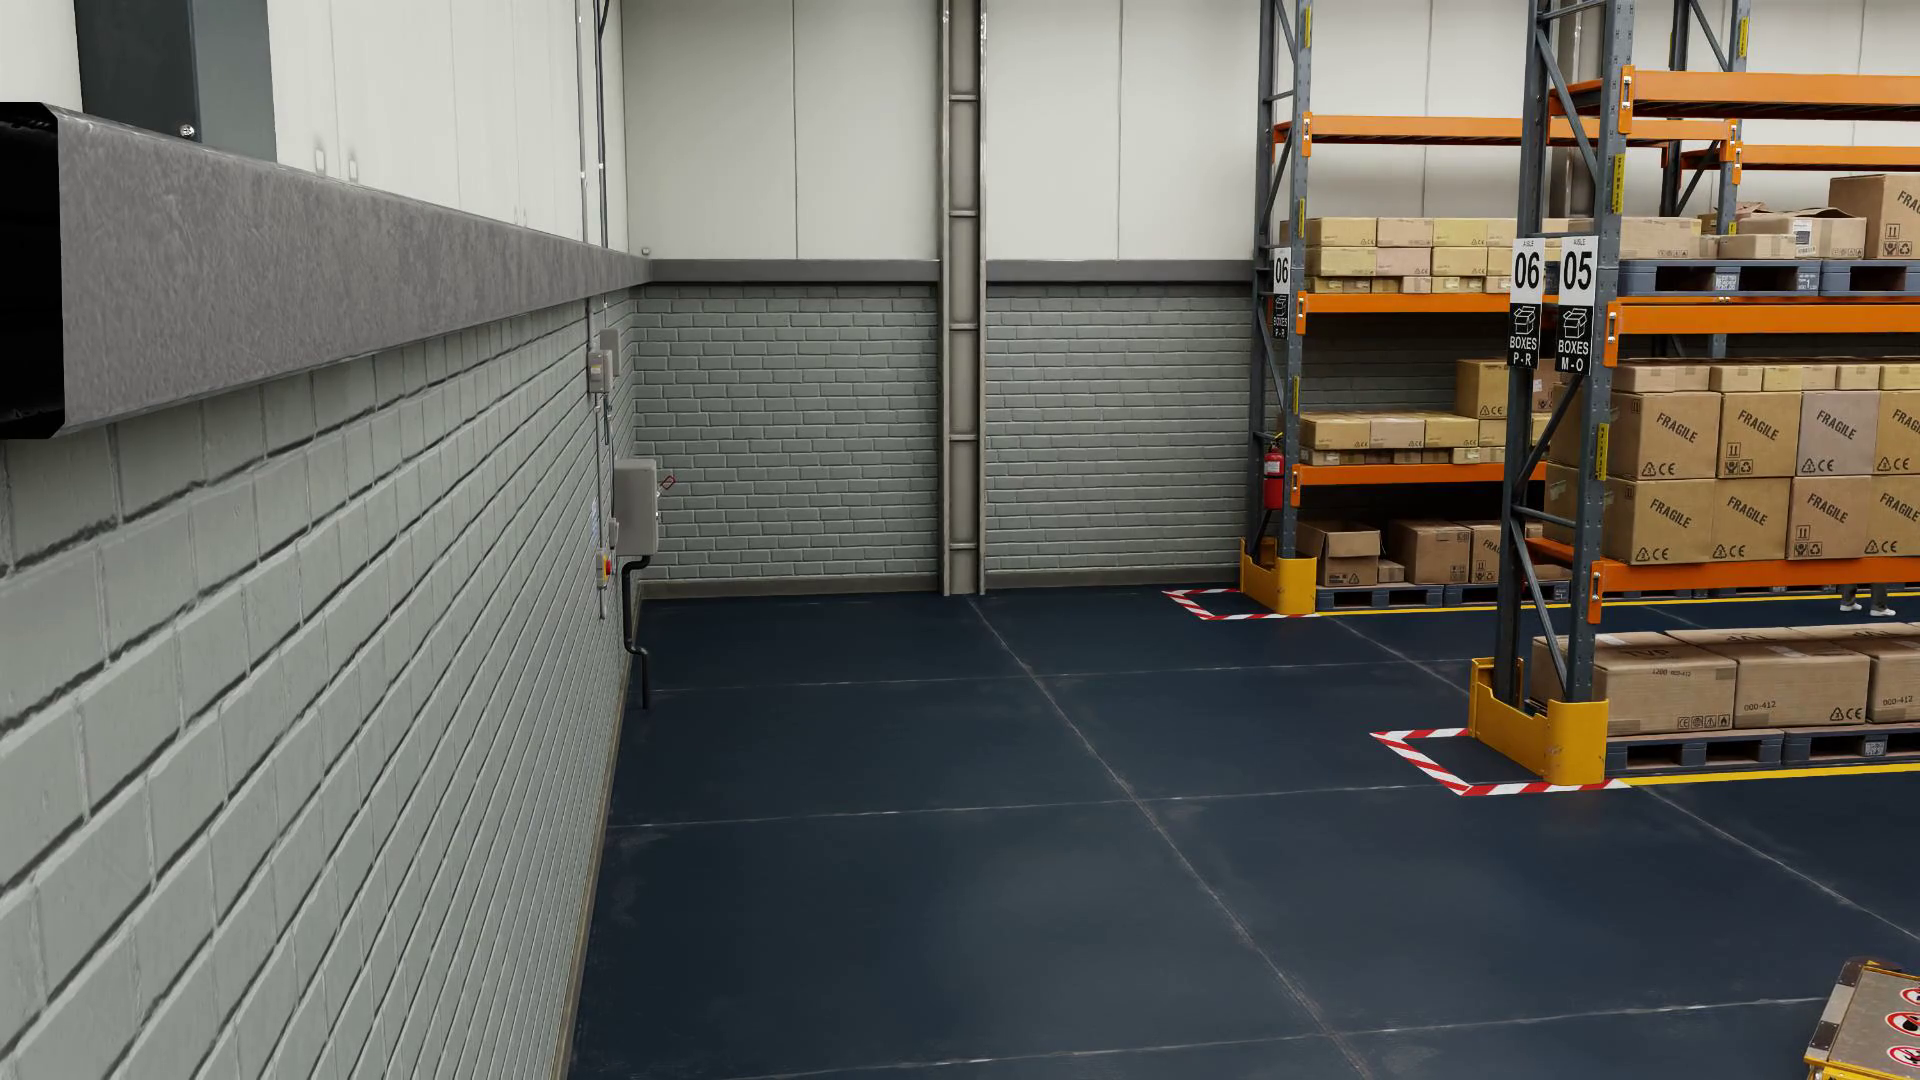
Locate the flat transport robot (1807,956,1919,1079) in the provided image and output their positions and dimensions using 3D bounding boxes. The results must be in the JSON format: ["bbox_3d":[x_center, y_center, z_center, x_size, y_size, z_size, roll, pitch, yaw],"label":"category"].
[{"bbox_3d":[3.539,1.914,6.137,0.652,0.197,1.431,6,11,35],"label":"flat transport robot"}]

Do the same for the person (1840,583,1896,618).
[{"bbox_3d":[8.054,-0.282,14.621,0.398,1.918,0.588,-6,11,-33],"label":"person"}]
